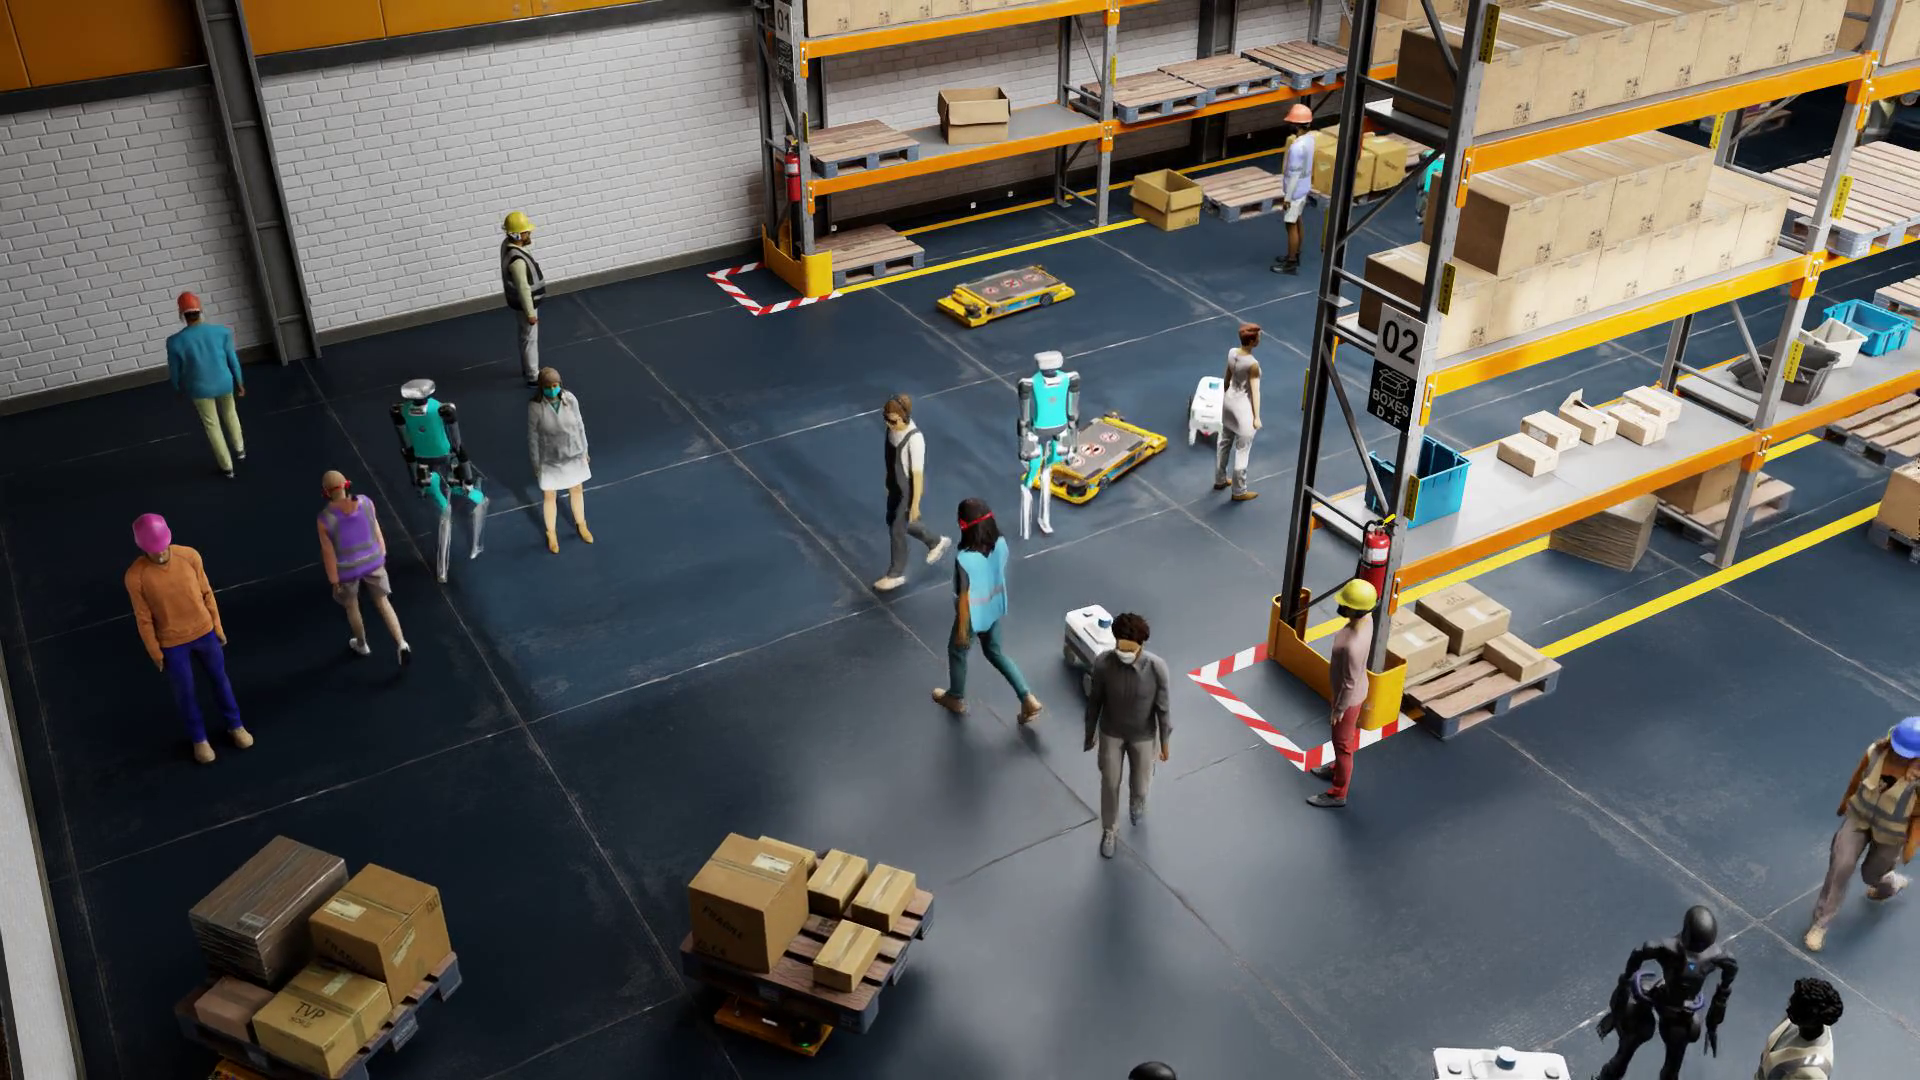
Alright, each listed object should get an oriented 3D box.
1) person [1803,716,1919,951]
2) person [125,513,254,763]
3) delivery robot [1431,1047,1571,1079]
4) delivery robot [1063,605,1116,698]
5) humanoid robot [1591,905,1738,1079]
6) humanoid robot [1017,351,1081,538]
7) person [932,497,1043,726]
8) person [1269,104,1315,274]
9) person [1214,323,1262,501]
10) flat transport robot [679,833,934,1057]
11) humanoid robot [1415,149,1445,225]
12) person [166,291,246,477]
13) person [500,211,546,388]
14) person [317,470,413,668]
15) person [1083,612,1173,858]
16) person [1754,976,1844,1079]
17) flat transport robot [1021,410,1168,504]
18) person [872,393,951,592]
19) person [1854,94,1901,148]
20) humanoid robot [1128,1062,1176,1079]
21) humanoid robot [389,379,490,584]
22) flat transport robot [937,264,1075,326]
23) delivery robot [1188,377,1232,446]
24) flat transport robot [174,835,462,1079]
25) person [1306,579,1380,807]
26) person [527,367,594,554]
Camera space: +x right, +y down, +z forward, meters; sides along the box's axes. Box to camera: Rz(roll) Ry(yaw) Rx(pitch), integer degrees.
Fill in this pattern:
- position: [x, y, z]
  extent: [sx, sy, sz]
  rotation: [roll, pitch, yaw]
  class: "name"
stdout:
- position: [5.556, 1.684, 10.007]
  extent: [0.740, 1.737, 0.493]
  rotation: [-23, 39, -32]
  class: "person"
- position: [-5.336, 0.658, 11.438]
  extent: [0.515, 1.973, 0.401]
  rotation: [-25, 40, -34]
  class: "person"
- position: [2.941, 2.999, 9.039]
  extent: [0.805, 0.602, 0.499]
  rotation: [2, 32, 3]
  class: "delivery robot"
- position: [1.077, 0.816, 12.507]
  extent: [0.499, 0.587, 0.769]
  rotation: [-14, 35, -21]
  class: "delivery robot"
- position: [3.714, 2.491, 8.798]
  extent: [0.612, 1.646, 0.444]
  rotation: [5, 32, 8]
  class: "humanoid robot"
- position: [0.684, -0.812, 14.051]
  extent: [0.545, 1.857, 0.681]
  rotation: [-7, 33, -12]
  class: "humanoid robot"
- position: [0.197, 0.534, 11.766]
  extent: [0.856, 1.837, 0.507]
  rotation: [24, 39, 33]
  class: "person"
- position: [3.782, -3.981, 18.867]
  extent: [0.365, 1.936, 0.545]
  rotation: [13, 34, 19]
  class: "person"
- position: [2.469, -1.134, 14.580]
  extent: [0.274, 1.660, 0.459]
  rotation: [-17, 36, -25]
  class: "person"
- position: [-0.858, 2.482, 10.125]
  extent: [0.659, 0.231, 1.431]
  rotation: [13, 34, 20]
  class: "flat transport robot"
- position: [5.495, -3.711, 18.665]
  extent: [0.903, 1.806, 0.548]
  rotation: [-26, 40, -35]
  class: "humanoid robot"
- position: [-6.789, -1.429, 14.985]
  extent: [0.574, 1.731, 0.601]
  rotation: [-21, 38, -30]
  class: "person"
- position: [-4.278, -2.370, 16.405]
  extent: [0.403, 1.826, 0.594]
  rotation: [-11, 34, -16]
  class: "person"
- position: [-4.474, 0.226, 12.398]
  extent: [0.492, 1.672, 0.700]
  rotation: [-25, 40, -34]
  class: "person"
- position: [1.079, 1.206, 10.644]
  extent: [0.585, 1.877, 0.465]
  rotation: [6, 33, 9]
  class: "person"
- position: [4.082, 2.810, 8.262]
  extent: [0.320, 1.692, 0.532]
  rotation: [11, 34, 17]
  class: "person"
- position: [1.250, -0.773, 15.316]
  extent: [0.659, 0.231, 1.431]
  rotation: [23, 39, 32]
  class: "flat transport robot"
- position: [-0.393, -0.415, 13.292]
  extent: [0.629, 1.812, 0.565]
  rotation: [-13, 34, -20]
  class: "person"
- position: [11.005, -4.701, 20.124]
  extent: [0.599, 1.827, 0.476]
  rotation: [-12, 34, -19]
  class: "person"
- position: [0.947, 3.070, 7.863]
  extent: [0.453, 1.647, 0.585]
  rotation: [-7, 33, -12]
  class: "humanoid robot"
- position: [-4.205, -0.559, 13.609]
  extent: [0.572, 1.795, 0.817]
  rotation: [2, 32, 3]
  class: "humanoid robot"
- position: [0.513, -2.719, 18.420]
  extent: [1.431, 0.231, 0.659]
  rotation: [-21, 38, -29]
  class: "flat transport robot"
- position: [2.406, -1.260, 15.837]
  extent: [0.499, 0.608, 0.784]
  rotation: [8, 33, 13]
  class: "delivery robot"
- position: [-3.683, 2.809, 9.604]
  extent: [0.659, 0.231, 1.431]
  rotation: [14, 35, 21]
  class: "flat transport robot"
- position: [2.556, 1.006, 11.067]
  extent: [0.303, 1.772, 0.524]
  rotation: [9, 33, 14]
  class: "person"
- position: [-3.325, -0.673, 13.844]
  extent: [0.486, 1.658, 0.341]
  rotation: [-17, 36, -25]
  class: "person"
